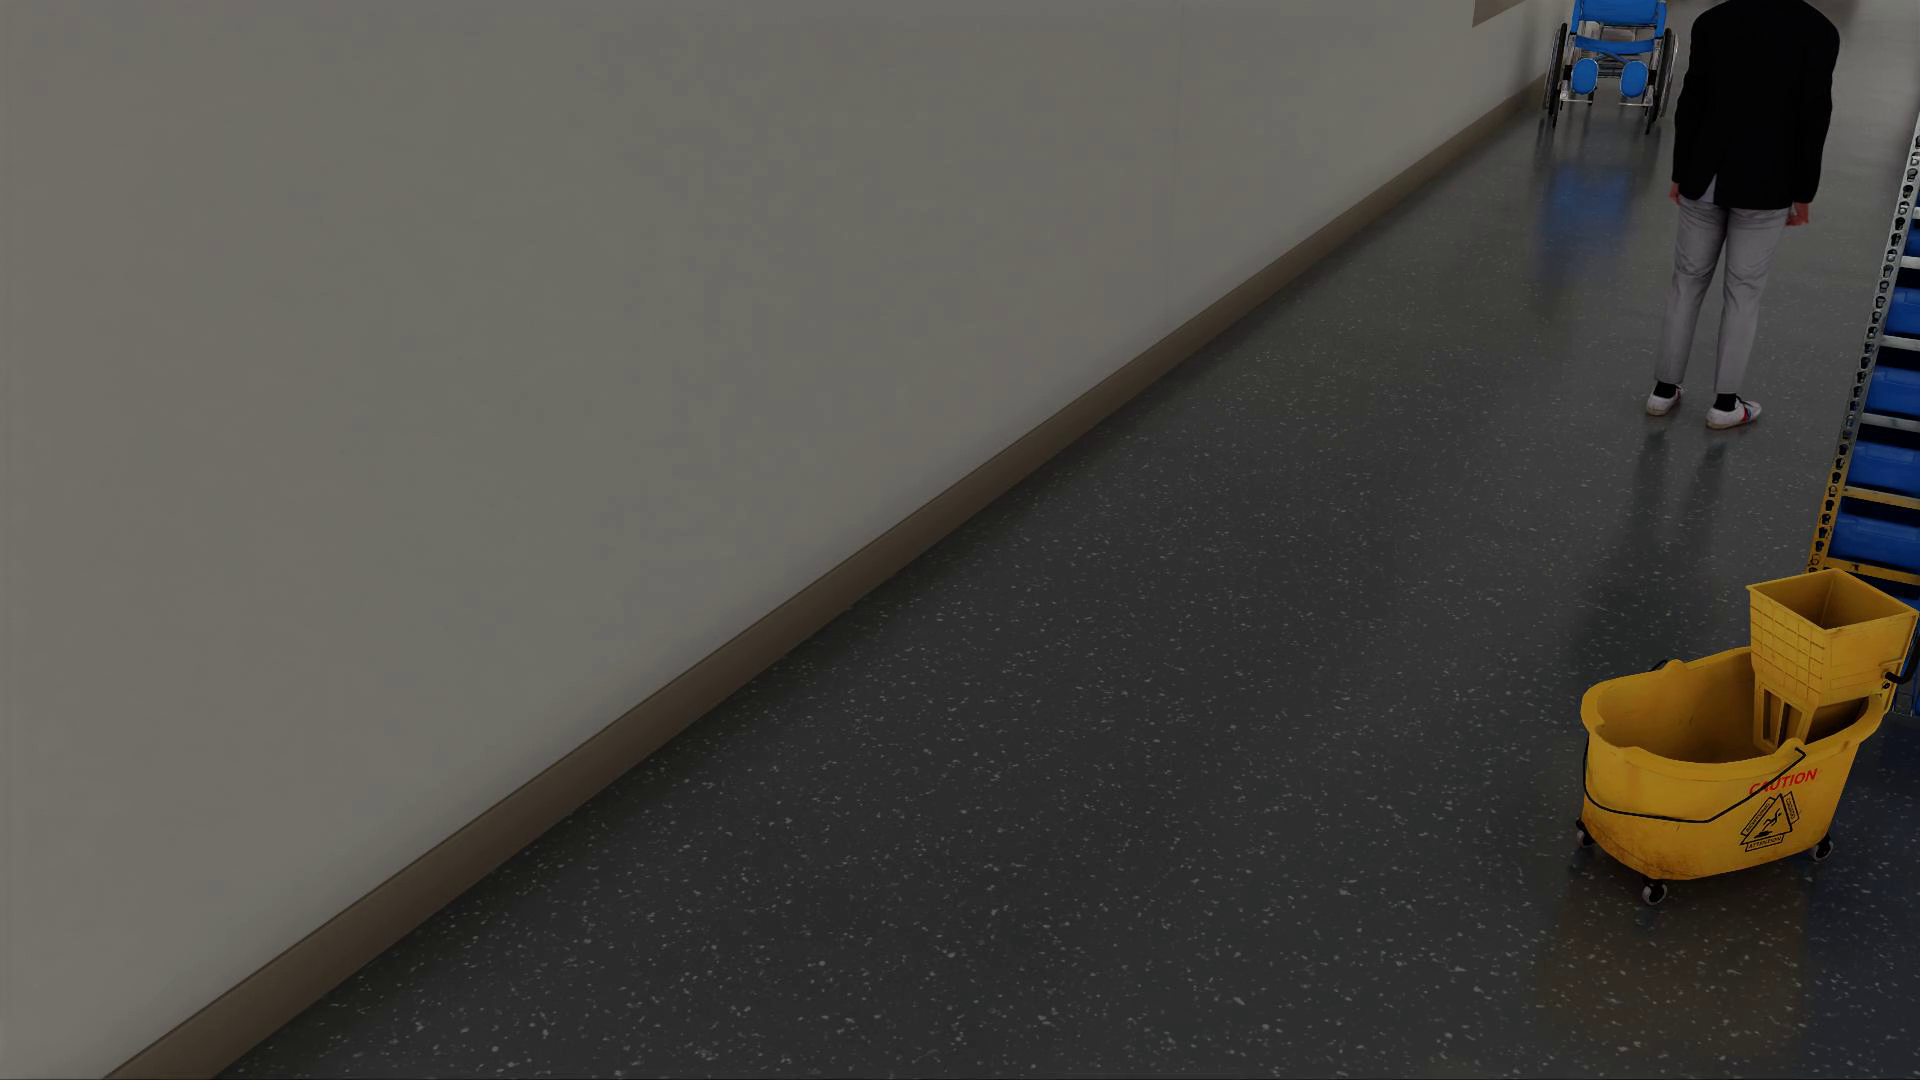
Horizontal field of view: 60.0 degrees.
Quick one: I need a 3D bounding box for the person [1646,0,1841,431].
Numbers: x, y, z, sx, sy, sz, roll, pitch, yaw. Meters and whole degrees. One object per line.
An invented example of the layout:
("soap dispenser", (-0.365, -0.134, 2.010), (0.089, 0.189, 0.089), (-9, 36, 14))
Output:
("person", (2.953, -1.390, 6.301), (0.626, 1.948, 0.821), (23, 34, 39))
